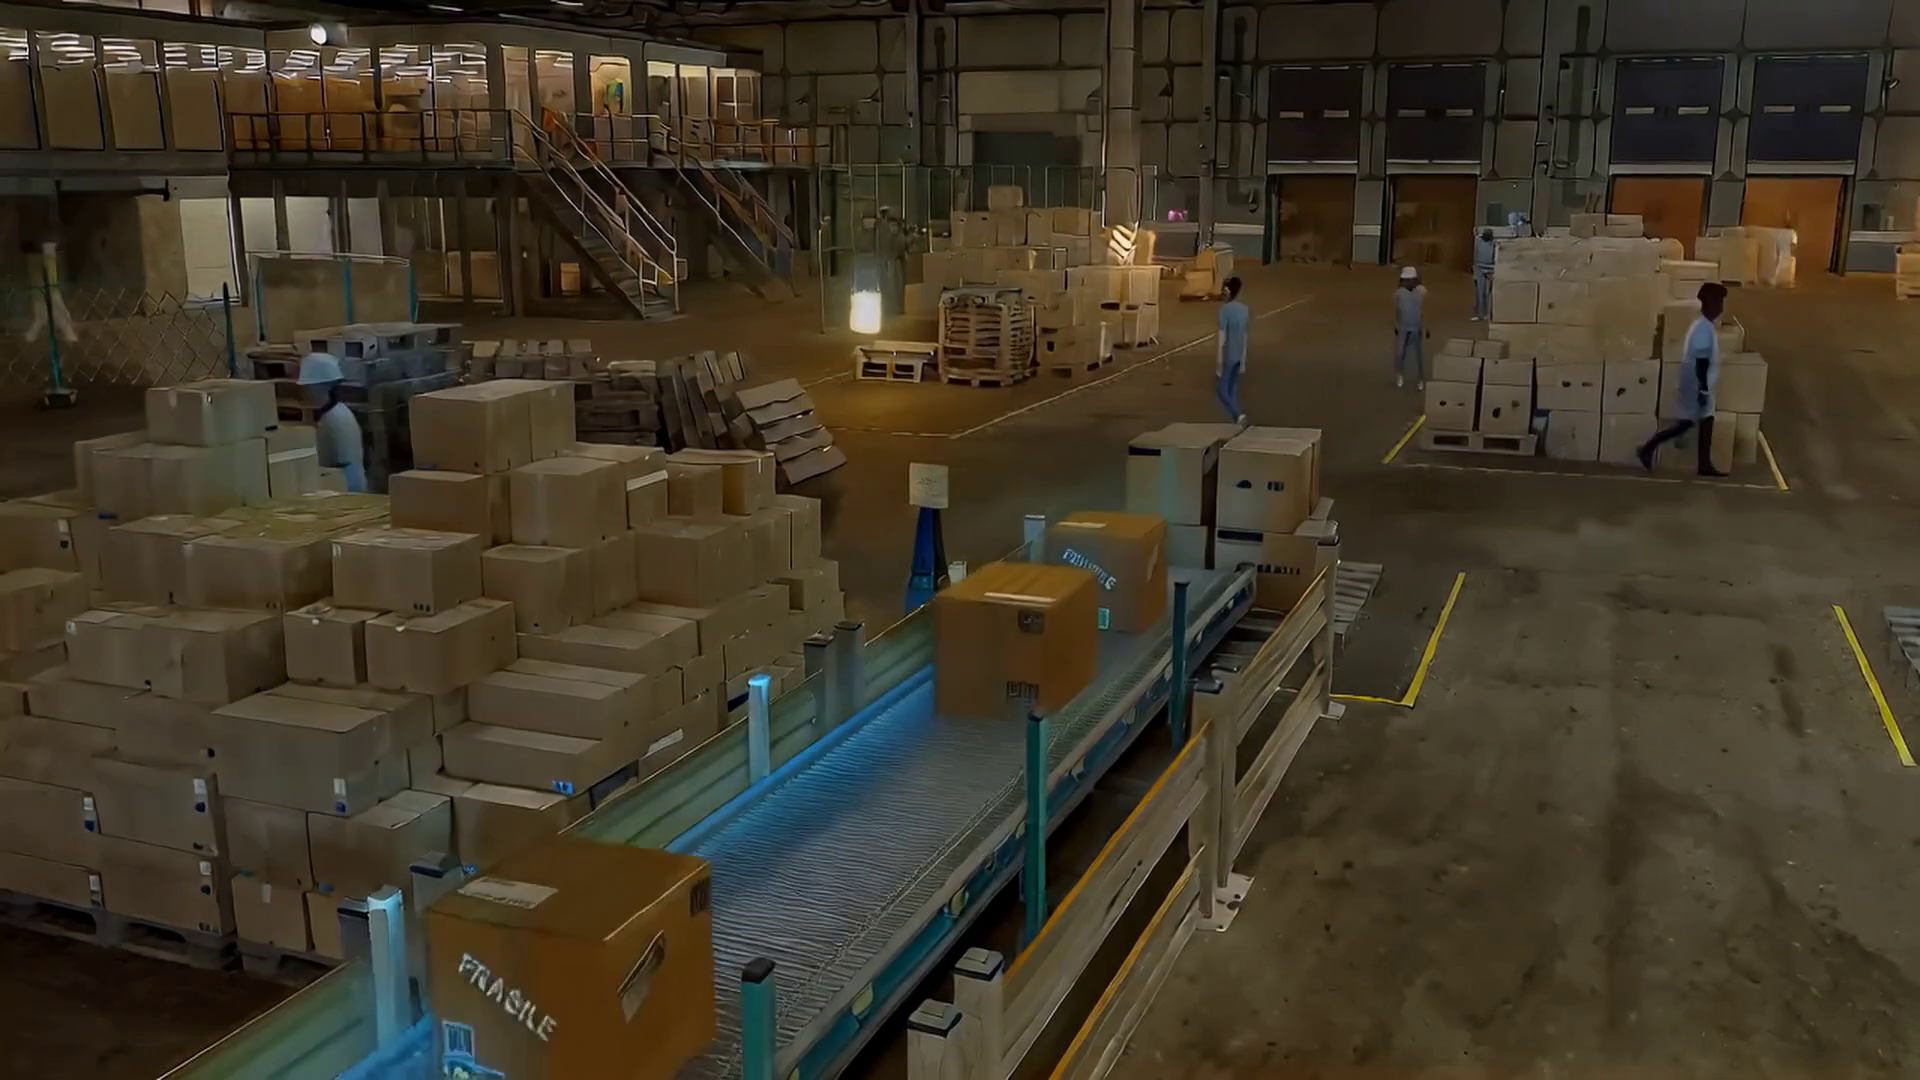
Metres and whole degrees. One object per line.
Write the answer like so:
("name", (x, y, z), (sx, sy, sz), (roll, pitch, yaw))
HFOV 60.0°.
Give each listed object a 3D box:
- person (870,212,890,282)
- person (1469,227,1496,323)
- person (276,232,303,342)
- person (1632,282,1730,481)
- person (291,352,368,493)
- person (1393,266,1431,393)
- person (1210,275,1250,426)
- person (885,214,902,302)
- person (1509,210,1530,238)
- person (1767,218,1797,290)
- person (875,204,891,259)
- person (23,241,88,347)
("person", (-2.163, -7.946, 45.100), (0.556, 1.873, 0.999), (1, 13, 3))
("person", (10.462, -5.266, 33.062), (0.355, 1.883, 0.573), (-9, 15, -34))
("person", (-11.825, -4.453, 29.336), (0.598, 1.917, 0.375), (12, 17, 43))
("person", (7.128, -1.548, 16.276), (0.845, 1.936, 0.633), (6, 14, 25))
("person", (-3.866, -0.204, 10.284), (0.396, 1.925, 0.548), (-6, 14, -24))
("person", (6.217, -2.900, 22.825), (0.532, 1.711, 0.483), (6, 14, 24))
("person", (3.053, -2.020, 18.564), (0.506, 1.859, 0.463), (-9, 16, -36))
("person", (-1.521, -6.468, 38.198), (0.375, 1.996, 0.611), (-3, 13, -13))
("person", (15.018, -7.889, 44.689), (0.608, 1.943, 0.402), (-4, 13, -17))
("person", (20.726, -7.181, 41.809), (0.913, 1.829, 0.529), (-6, 14, -27))
("person", (-2.604, -10.497, 56.624), (0.634, 1.839, 0.429), (-4, 13, -17))
("person", (-15.632, -4.207, 28.517), (0.960, 1.805, 0.521), (-7, 14, -29))
